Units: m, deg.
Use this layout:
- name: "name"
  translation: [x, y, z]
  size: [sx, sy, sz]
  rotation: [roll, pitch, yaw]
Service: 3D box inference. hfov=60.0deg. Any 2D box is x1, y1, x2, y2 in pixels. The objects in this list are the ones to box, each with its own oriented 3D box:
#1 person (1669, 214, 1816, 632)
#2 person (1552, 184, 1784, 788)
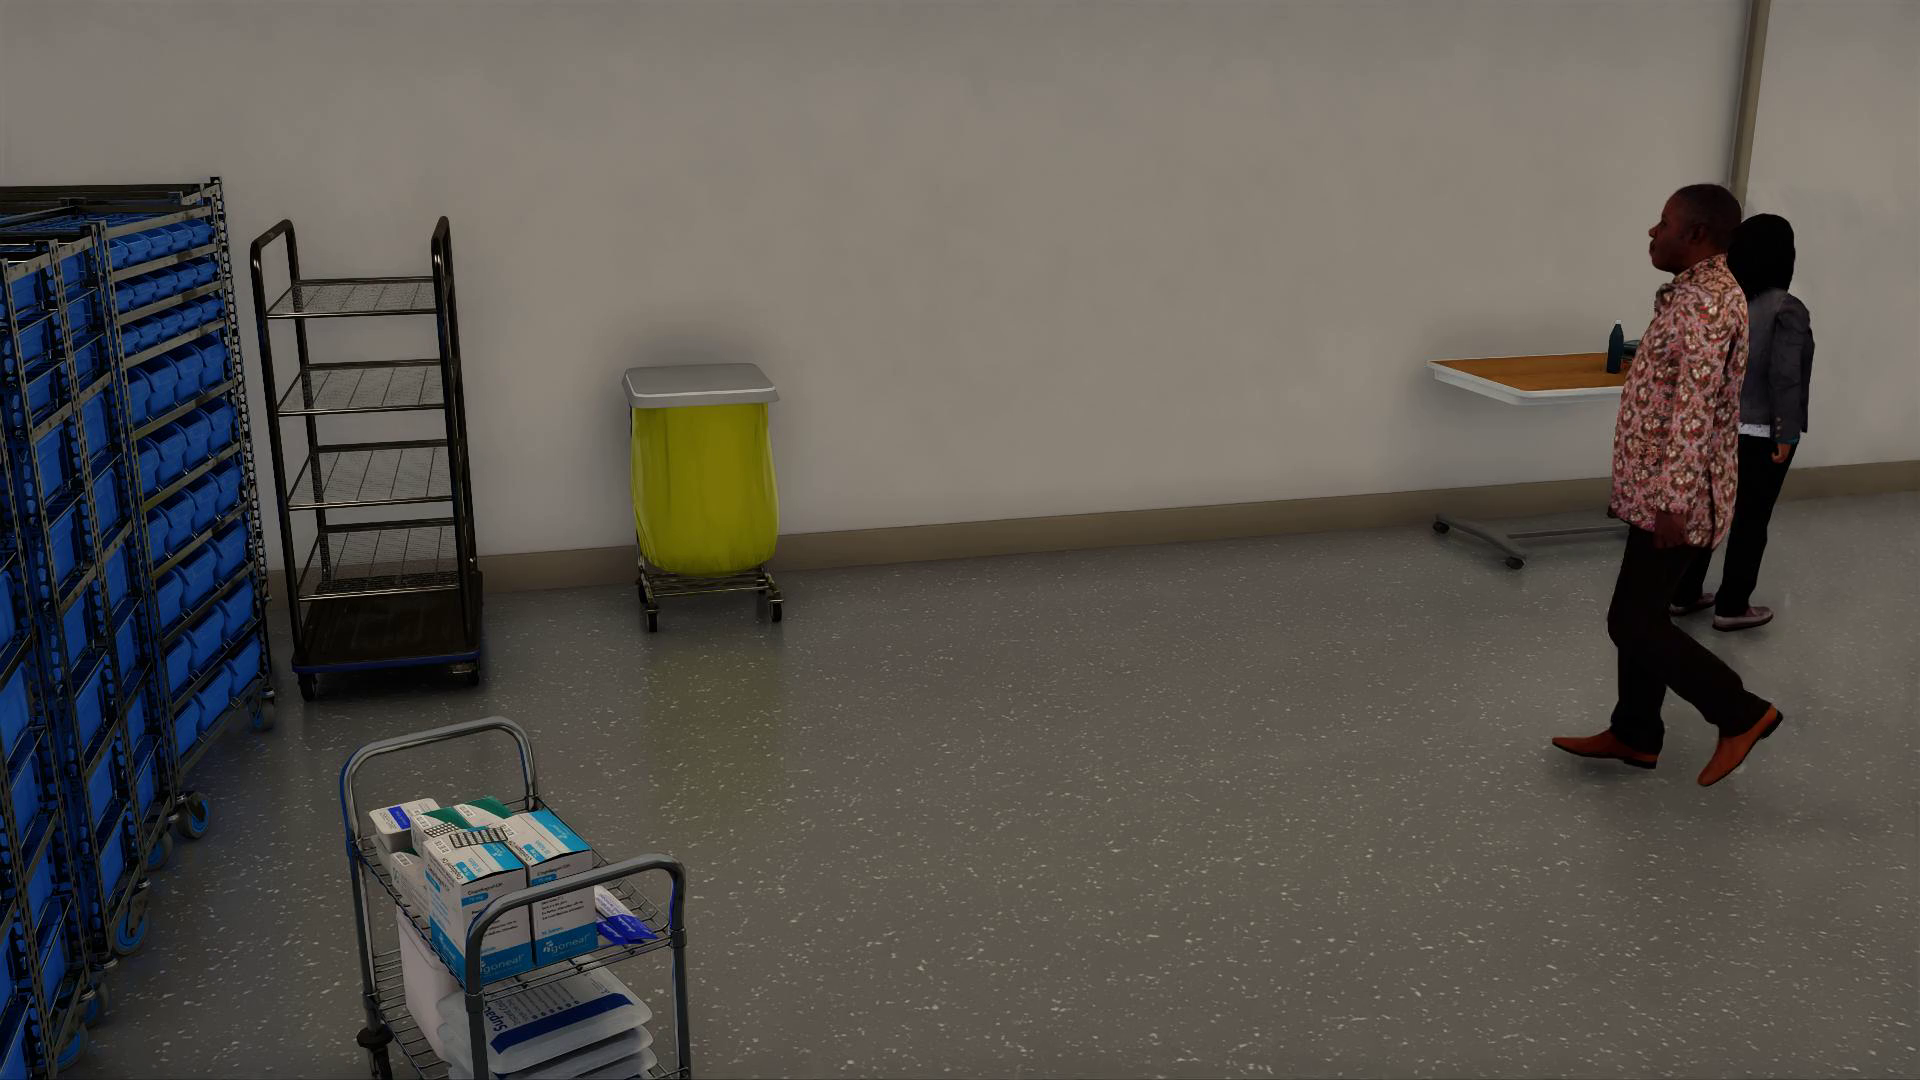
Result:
- name: "person"
  translation: [3.000, -0.447, 6.410]
  size: [0.735, 1.599, 0.734]
  rotation: [-9, 18, -28]
- name: "person"
  translation: [2.189, -0.119, 4.898]
  size: [1.034, 1.789, 0.959]
  rotation: [7, 17, 22]
